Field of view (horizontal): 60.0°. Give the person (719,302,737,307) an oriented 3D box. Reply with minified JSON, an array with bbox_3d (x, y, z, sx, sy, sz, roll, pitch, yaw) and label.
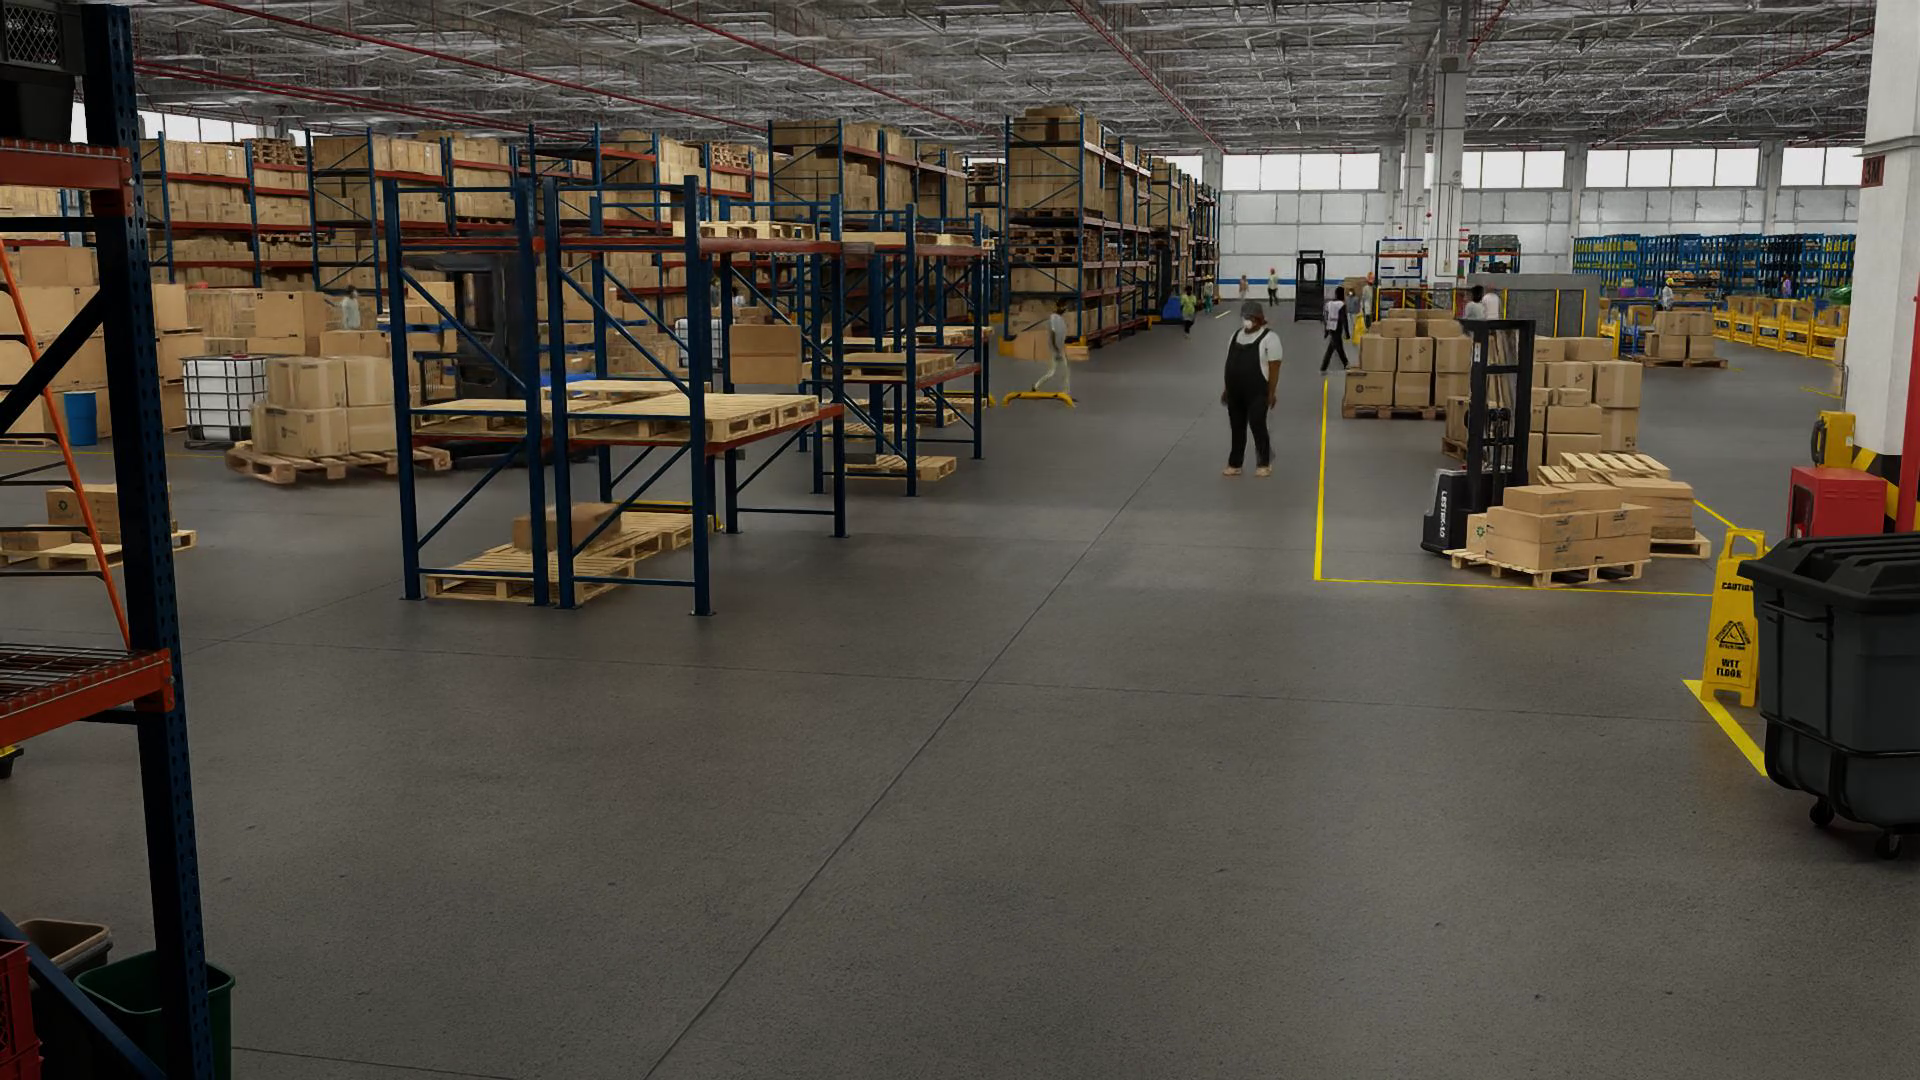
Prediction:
[{"bbox_3d":[-5.923,-5.506,42.480,0.523,1.638,0.310,-5,11,-29],"label":"person"}]

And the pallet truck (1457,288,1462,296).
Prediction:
[{"bbox_3d":[20.506,-9.785,68.819,0.653,1.274,1.630,2,10,12],"label":"pallet truck"}]

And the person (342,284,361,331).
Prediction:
[{"bbox_3d":[-13.838,-4.827,37.660,0.831,1.920,0.637,0,10,0],"label":"person"}]

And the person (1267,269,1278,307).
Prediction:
[{"bbox_3d":[16.343,-13.185,86.936,0.641,1.981,0.467,-3,10,-18],"label":"person"}]

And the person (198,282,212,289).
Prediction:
[{"bbox_3d":[-16.833,-4.794,37.335,0.959,1.947,0.655,1,10,3],"label":"person"}]

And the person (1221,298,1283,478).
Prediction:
[{"bbox_3d":[3.276,-1.732,18.943,0.536,2.000,0.680,-9,13,-44],"label":"person"}]

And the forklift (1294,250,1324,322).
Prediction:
[{"bbox_3d":[13.778,-10.002,65.433,1.129,2.768,1.873,2,10,12],"label":"forklift"}]

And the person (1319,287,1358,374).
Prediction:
[{"bbox_3d":[8.237,-4.537,36.053,1.017,1.865,0.617,-3,10,-18],"label":"person"}]

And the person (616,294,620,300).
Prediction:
[{"bbox_3d":[-8.445,-5.242,40.941,0.528,1.630,0.320,0,10,0],"label":"person"}]

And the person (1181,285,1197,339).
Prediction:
[{"bbox_3d":[7.090,-7.092,51.763,0.533,1.686,0.468,-3,10,-15],"label":"person"}]

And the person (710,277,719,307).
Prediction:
[{"bbox_3d":[-7.544,-7.058,50.800,0.373,1.936,0.627,-6,11,-33],"label":"person"}]

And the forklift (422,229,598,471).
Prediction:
[{"bbox_3d":[-5.459,-2.326,19.978,1.873,2.768,1.129,-8,13,-40],"label":"forklift"}]

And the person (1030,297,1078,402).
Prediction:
[{"bbox_3d":[1.625,-3.298,28.825,0.753,1.841,0.539,6,12,34],"label":"person"}]

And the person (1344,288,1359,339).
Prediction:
[{"bbox_3d":[12.116,-7.009,51.479,0.507,1.604,0.756,4,10,20],"label":"person"}]

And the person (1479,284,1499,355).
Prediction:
[{"bbox_3d":[12.579,-5.212,39.987,0.679,1.885,0.616,-8,12,-38],"label":"person"}]

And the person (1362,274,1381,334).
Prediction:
[{"bbox_3d":[13.404,-7.661,54.193,0.605,2.008,0.980,4,10,24],"label":"person"}]

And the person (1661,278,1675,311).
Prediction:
[{"bbox_3d":[24.695,-8.224,58.051,0.403,1.820,0.601,7,12,35],"label":"person"}]

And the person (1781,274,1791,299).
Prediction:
[{"bbox_3d":[35.805,-10.615,72.121,0.571,1.844,0.376,-8,13,-40],"label":"person"}]

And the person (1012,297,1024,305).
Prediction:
[{"bbox_3d":[2.032,-8.359,59.007,0.533,1.765,0.320,9,13,42],"label":"person"}]

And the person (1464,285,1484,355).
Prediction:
[{"bbox_3d":[10.948,-4.489,35.579,0.610,1.942,0.841,-9,13,-42],"label":"person"}]

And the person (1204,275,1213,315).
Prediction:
[{"bbox_3d":[11.109,-10.965,74.428,0.315,1.770,0.523,-7,12,-35],"label":"person"}]

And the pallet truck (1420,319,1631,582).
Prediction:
[{"bbox_3d":[4.543,-0.757,13.299,0.823,1.965,1.885,-4,10,-22],"label":"pallet truck"}]

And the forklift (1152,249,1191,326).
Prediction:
[{"bbox_3d":[7.646,-9.320,61.395,1.873,2.768,1.129,2,10,11],"label":"forklift"}]

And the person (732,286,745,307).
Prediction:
[{"bbox_3d":[-6.710,-6.862,50.434,0.557,1.663,0.704,4,10,24],"label":"person"}]

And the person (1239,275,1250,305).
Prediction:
[{"bbox_3d":[15.502,-13.604,90.570,0.516,1.595,0.855,-6,11,-30],"label":"person"}]
